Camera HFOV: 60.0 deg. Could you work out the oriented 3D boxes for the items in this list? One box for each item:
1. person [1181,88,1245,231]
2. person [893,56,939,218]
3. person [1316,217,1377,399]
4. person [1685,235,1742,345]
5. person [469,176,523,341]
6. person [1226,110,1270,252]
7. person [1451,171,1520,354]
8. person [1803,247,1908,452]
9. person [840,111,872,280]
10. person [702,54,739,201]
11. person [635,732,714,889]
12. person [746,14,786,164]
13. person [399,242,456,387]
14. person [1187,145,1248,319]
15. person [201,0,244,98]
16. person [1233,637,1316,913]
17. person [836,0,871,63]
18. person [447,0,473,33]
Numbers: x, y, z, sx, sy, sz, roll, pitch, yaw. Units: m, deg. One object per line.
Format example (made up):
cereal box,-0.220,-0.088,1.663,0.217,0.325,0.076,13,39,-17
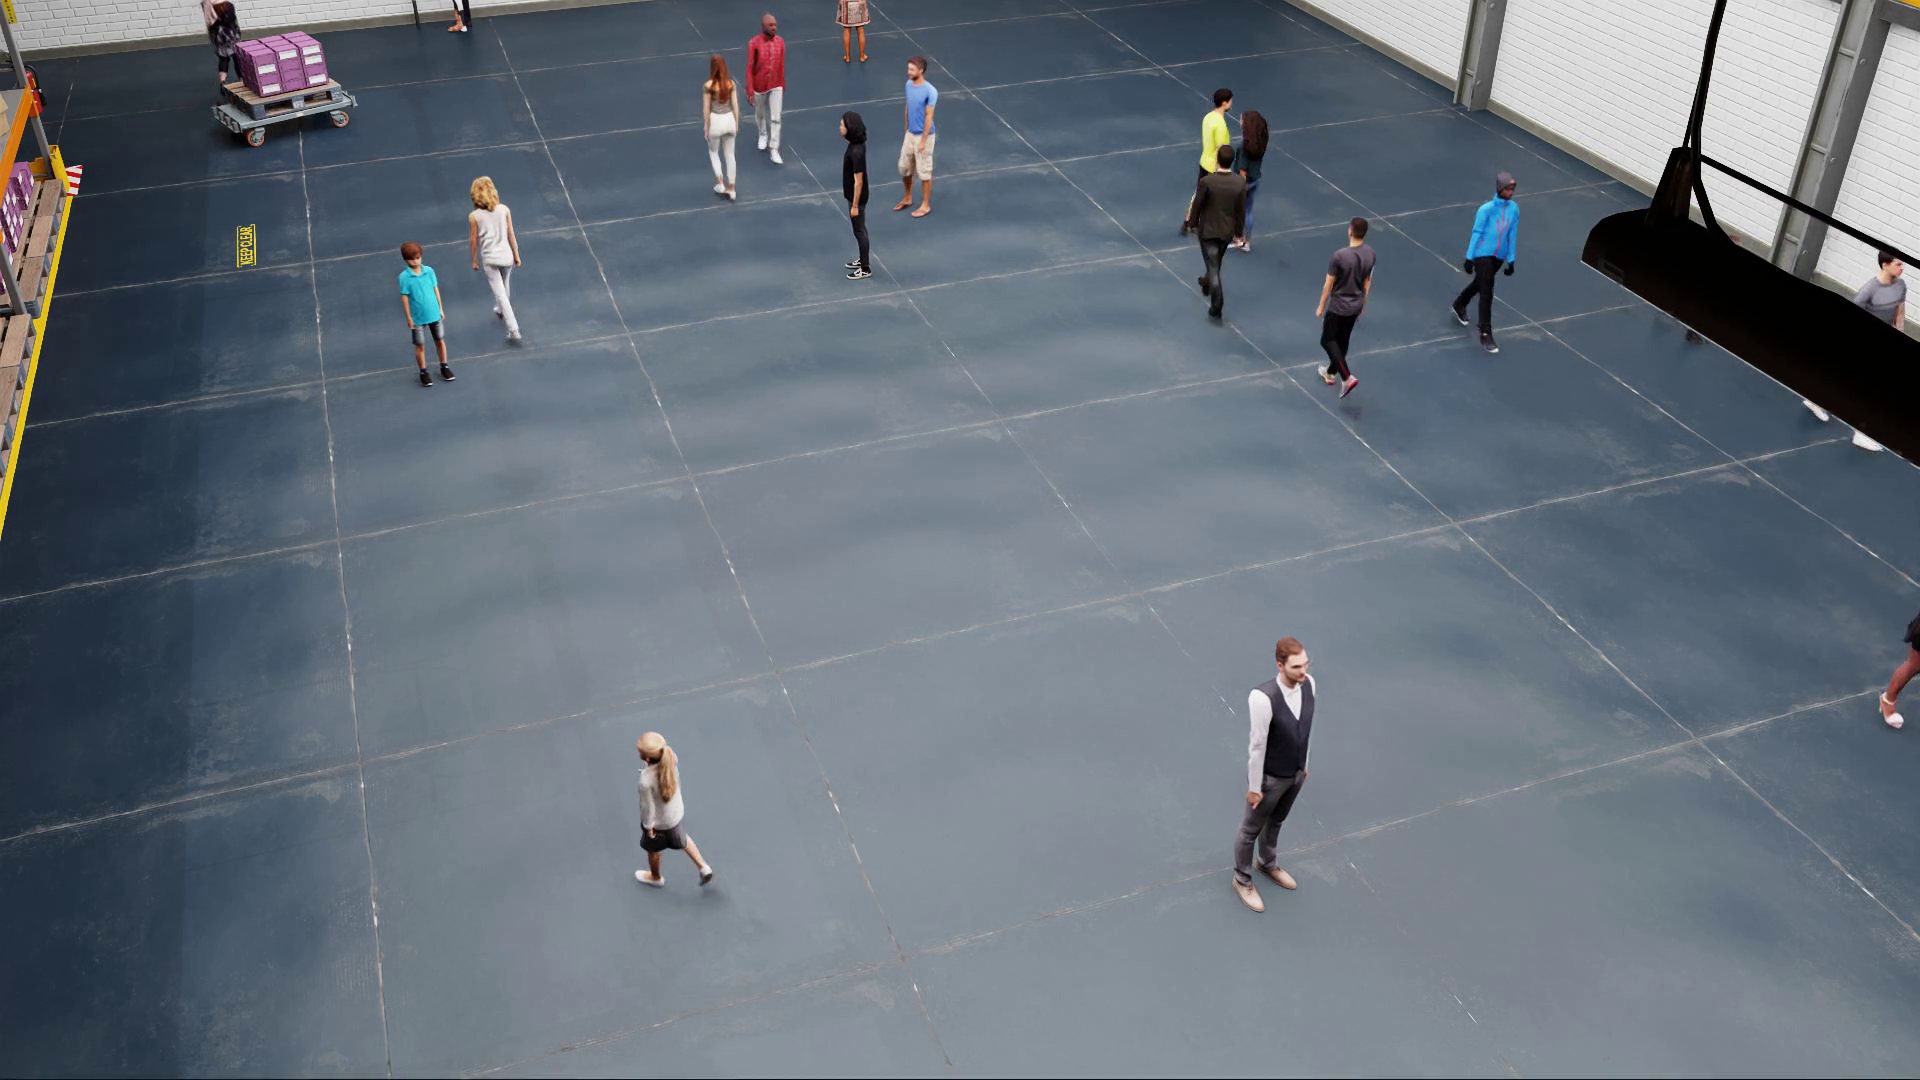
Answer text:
person,2.824,-4.279,18.890,0.669,1.676,0.906,-11,35,-16
person,-0.428,-4.731,19.404,0.748,1.859,0.847,28,43,35
person,3.640,-2.159,15.633,0.657,1.749,0.980,-12,36,-18
person,7.527,-2.522,16.697,0.601,1.177,0.765,-22,39,-29
person,-4.620,-2.780,16.677,0.790,1.628,1.160,-21,39,-29
person,3.251,-3.962,18.476,0.746,1.606,0.706,27,42,34
person,5.251,-2.860,16.682,0.608,1.755,1.145,-11,35,-16
person,8.115,-1.814,15.036,0.710,1.837,1.202,-13,36,-19
person,-1.108,-3.729,17.917,0.746,1.835,0.571,-1,34,-2
person,-2.803,-4.861,19.737,0.651,1.707,0.648,-15,36,-21
person,-1.799,1.684,10.290,0.845,1.265,0.752,19,38,26
person,-2.464,-5.737,20.991,0.802,1.776,1.263,-7,34,-10
person,-5.142,-2.190,15.953,0.568,1.448,0.570,-23,40,-31
person,2.652,-3.135,17.092,0.808,1.760,1.211,-6,34,-8
person,-10.125,-6.868,22.835,0.829,1.619,1.011,1,34,2
person,1.922,1.384,10.133,0.725,1.938,0.671,-23,40,-30
person,-1.569,-7.808,24.226,0.705,1.645,0.632,-2,34,-3
person,-7.780,-8.786,25.474,0.838,1.892,0.716,6,34,9
